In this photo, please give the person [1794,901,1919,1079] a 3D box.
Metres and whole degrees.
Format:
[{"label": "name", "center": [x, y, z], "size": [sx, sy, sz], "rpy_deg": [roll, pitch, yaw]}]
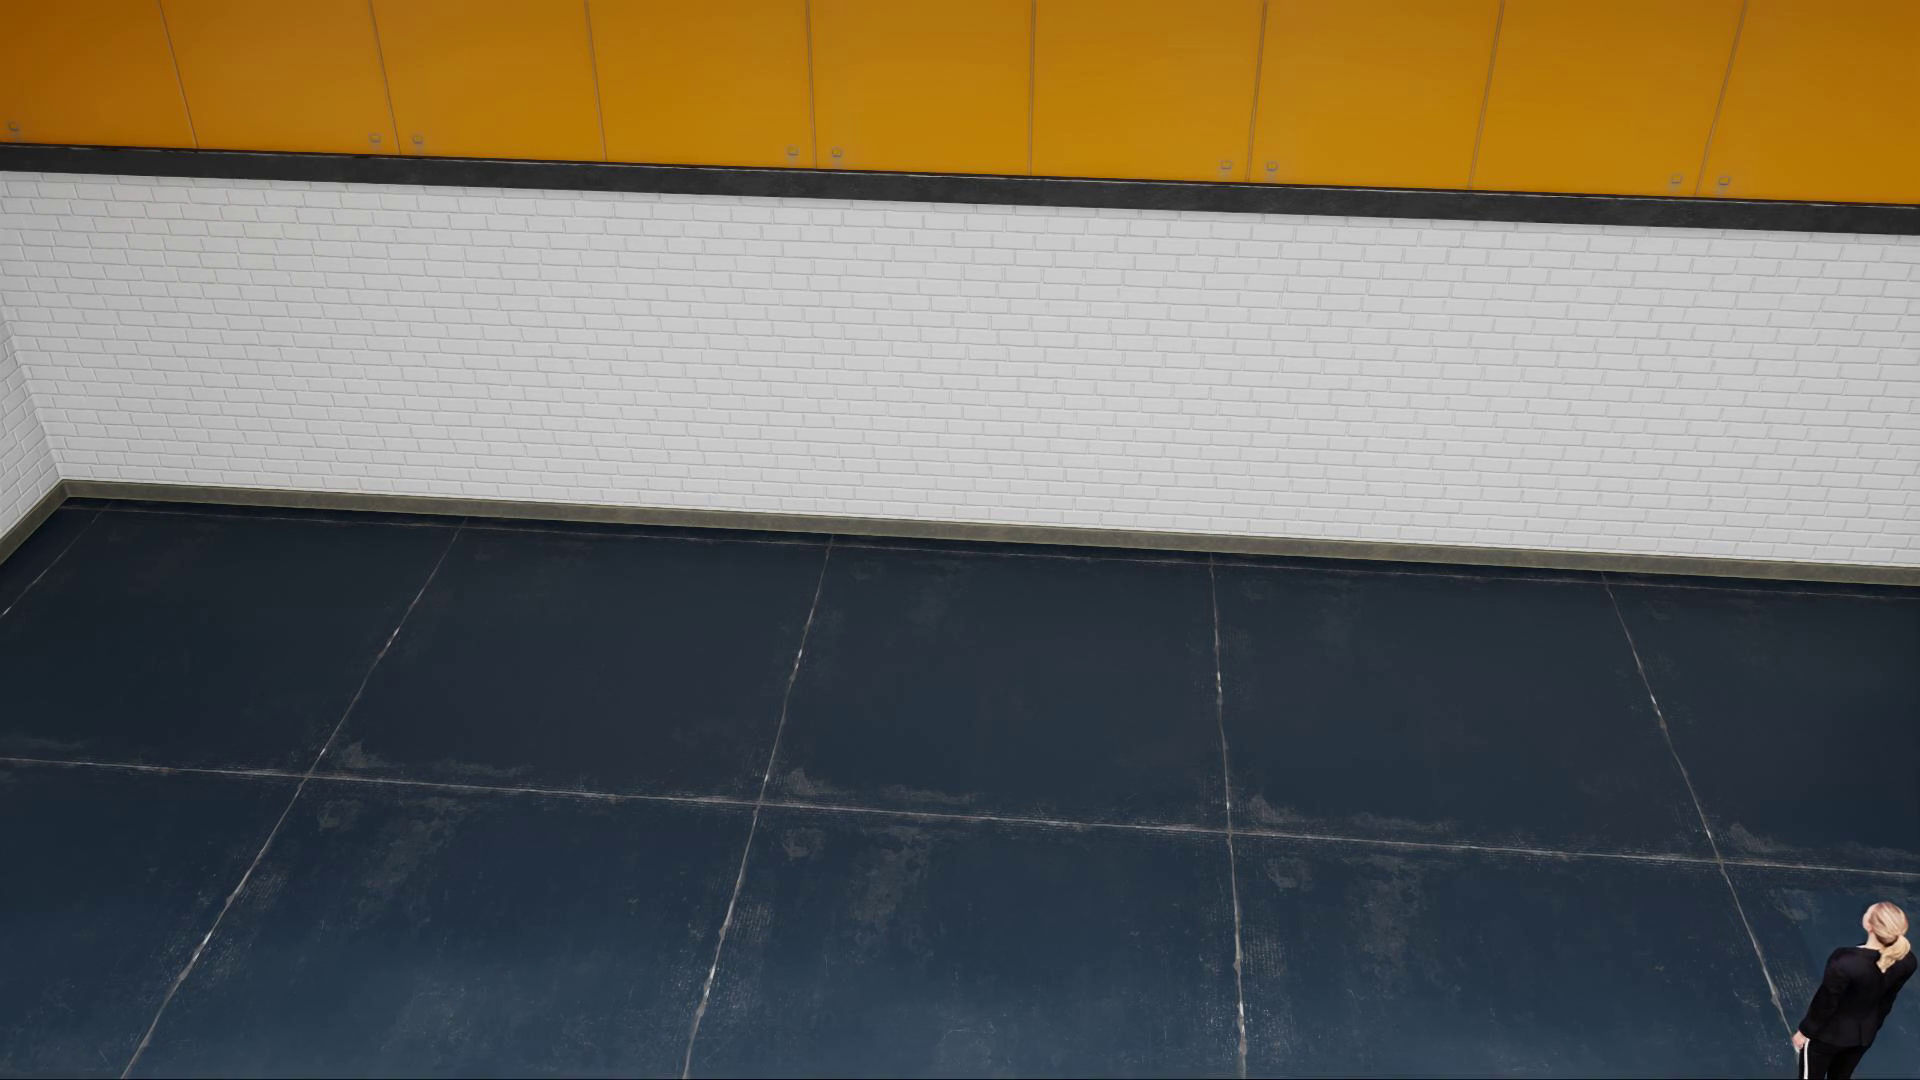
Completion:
[{"label": "person", "center": [4.279, 2.398, 8.079], "size": [0.666, 1.707, 0.638], "rpy_deg": [-6, 34, -9]}]
